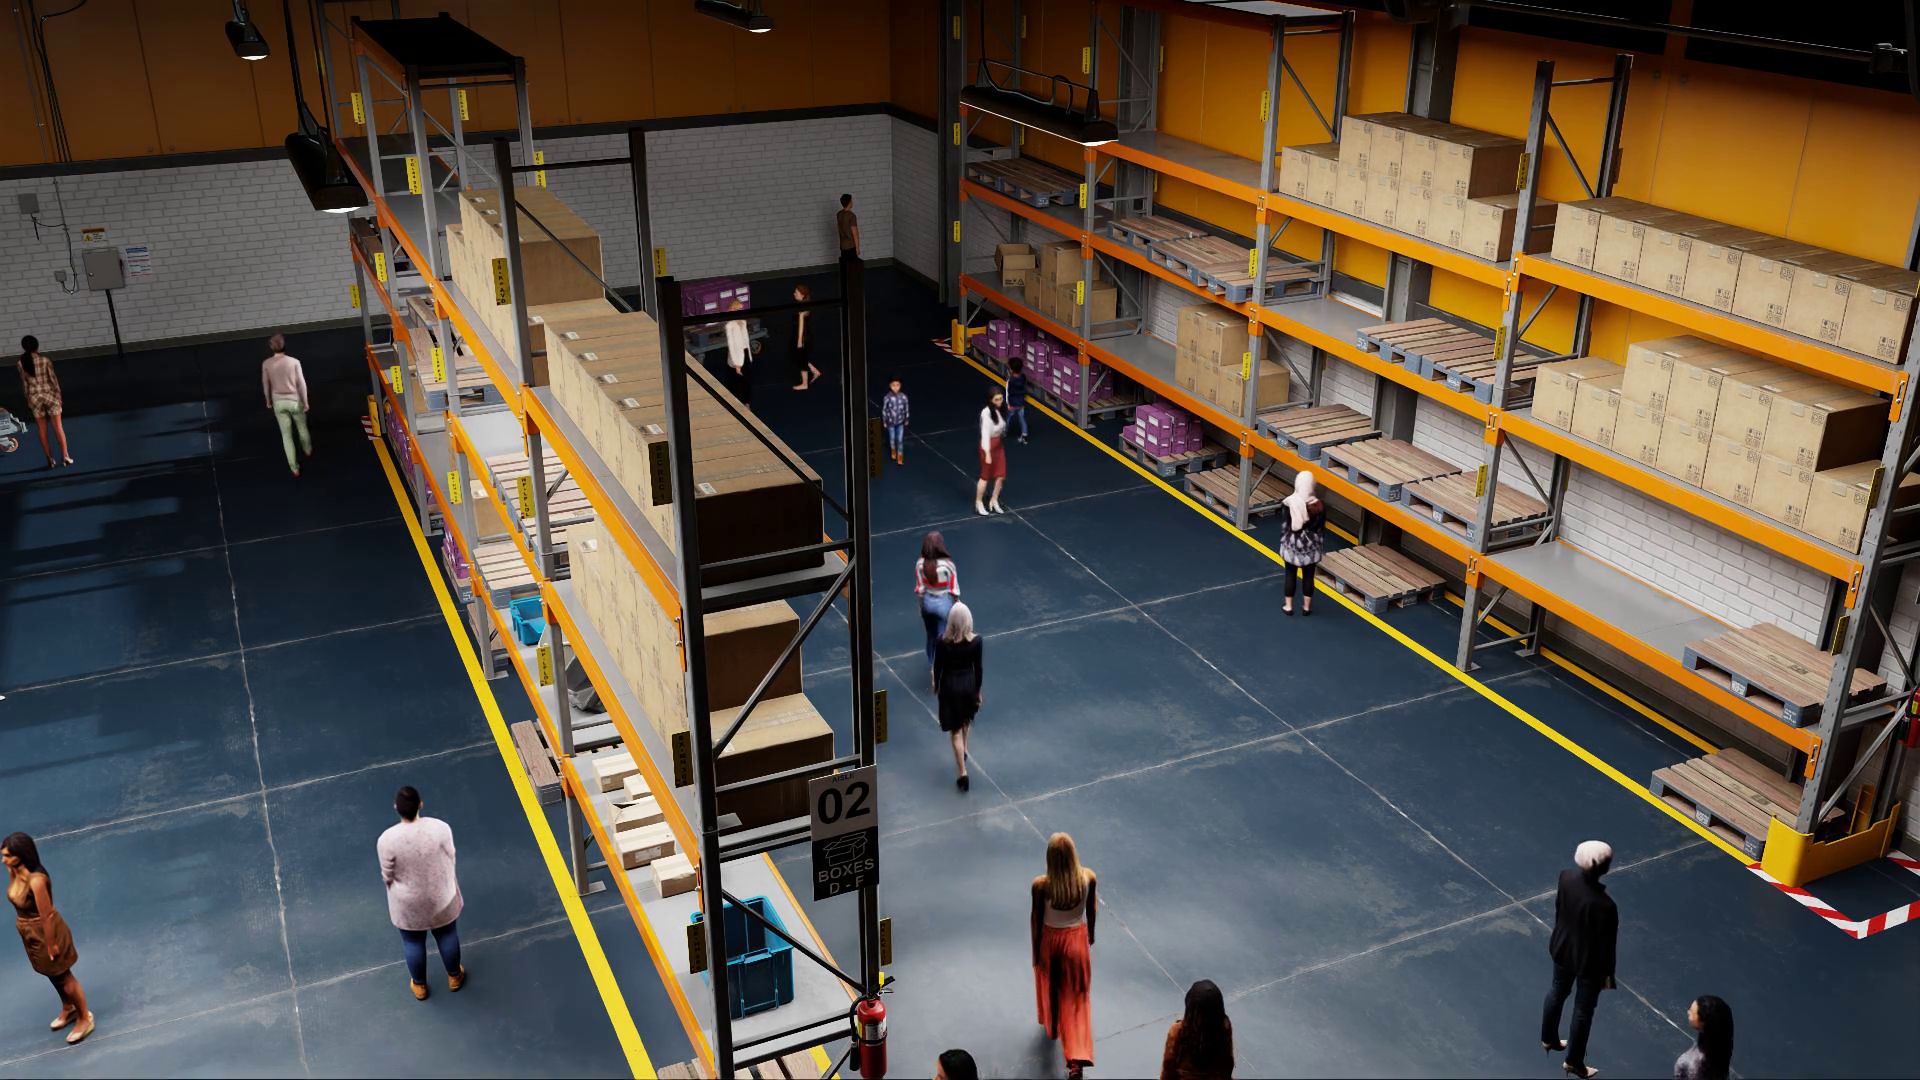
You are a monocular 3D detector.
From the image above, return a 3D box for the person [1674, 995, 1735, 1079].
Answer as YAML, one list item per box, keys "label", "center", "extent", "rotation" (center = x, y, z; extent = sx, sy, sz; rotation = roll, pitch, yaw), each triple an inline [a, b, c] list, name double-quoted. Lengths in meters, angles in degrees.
- label: "person"
  center: [4.434, 3.479, 9.807]
  extent: [0.693, 1.711, 0.801]
  rotation: [-16, 28, -32]

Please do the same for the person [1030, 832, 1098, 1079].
- label: "person"
  center: [0.724, 2.825, 11.223]
  extent: [0.901, 1.775, 1.200]
  rotation: [-1, 24, -3]

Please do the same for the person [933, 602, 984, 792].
- label: "person"
  center: [0.001, 1.398, 14.546]
  extent: [0.685, 1.727, 0.872]
  rotation: [-5, 24, -11]

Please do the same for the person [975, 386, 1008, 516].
- label: "person"
  center: [0.341, -1.077, 20.221]
  extent: [0.812, 1.717, 0.760]
  rotation: [11, 26, 24]

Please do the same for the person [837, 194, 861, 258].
- label: "person"
  center: [-1.989, -5.229, 29.553]
  extent: [0.782, 1.850, 0.612]
  rotation: [-20, 30, -38]

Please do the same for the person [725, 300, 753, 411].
- label: "person"
  center: [-3.097, -2.433, 23.147]
  extent: [0.747, 1.858, 0.715]
  rotation: [12, 26, 25]

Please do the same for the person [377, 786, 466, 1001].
- label: "person"
  center: [-3.871, 2.516, 11.969]
  extent: [0.685, 1.744, 0.621]
  rotation: [-9, 25, -20]

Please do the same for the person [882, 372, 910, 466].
- label: "person"
  center: [-0.864, -1.623, 22.087]
  extent: [0.679, 1.223, 0.895]
  rotation: [-2, 24, -5]

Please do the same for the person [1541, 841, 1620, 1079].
- label: "person"
  center: [4.020, 2.665, 10.681]
  extent: [0.713, 1.772, 0.627]
  rotation: [-9, 25, -20]

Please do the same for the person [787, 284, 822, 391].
- label: "person"
  center: [-2.271, -3.021, 24.796]
  extent: [0.757, 1.614, 0.742]
  rotation: [-3, 24, -7]

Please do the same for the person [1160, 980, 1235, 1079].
- label: "person"
  center: [1.422, 3.409, 9.969]
  extent: [0.811, 1.708, 0.906]
  rotation: [-5, 24, -11]

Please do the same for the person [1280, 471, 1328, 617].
- label: "person"
  center: [3.650, 0.038, 17.772]
  extent: [0.744, 1.635, 0.776]
  rotation: [2, 24, 5]

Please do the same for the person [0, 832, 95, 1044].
- label: "person"
  center: [-6.347, 2.741, 11.529]
  extent: [0.591, 1.683, 0.698]
  rotation: [17, 29, 33]

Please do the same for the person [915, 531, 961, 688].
- label: "person"
  center: [-0.226, 0.679, 16.341]
  extent: [0.859, 1.607, 0.912]
  rotation: [9, 25, 20]

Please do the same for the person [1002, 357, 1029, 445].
- label: "person"
  center: [0.800, -1.888, 22.730]
  extent: [0.540, 1.194, 0.826]
  rotation: [-12, 27, -26]

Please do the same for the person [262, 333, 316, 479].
- label: "person"
  center: [-8.687, -1.694, 21.489]
  extent: [0.775, 1.833, 1.182]
  rotation: [-8, 25, -18]

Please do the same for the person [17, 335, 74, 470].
- label: "person"
  center: [-12.013, -1.812, 21.809]
  extent: [0.626, 1.793, 0.600]
  rotation: [-6, 24, -13]
